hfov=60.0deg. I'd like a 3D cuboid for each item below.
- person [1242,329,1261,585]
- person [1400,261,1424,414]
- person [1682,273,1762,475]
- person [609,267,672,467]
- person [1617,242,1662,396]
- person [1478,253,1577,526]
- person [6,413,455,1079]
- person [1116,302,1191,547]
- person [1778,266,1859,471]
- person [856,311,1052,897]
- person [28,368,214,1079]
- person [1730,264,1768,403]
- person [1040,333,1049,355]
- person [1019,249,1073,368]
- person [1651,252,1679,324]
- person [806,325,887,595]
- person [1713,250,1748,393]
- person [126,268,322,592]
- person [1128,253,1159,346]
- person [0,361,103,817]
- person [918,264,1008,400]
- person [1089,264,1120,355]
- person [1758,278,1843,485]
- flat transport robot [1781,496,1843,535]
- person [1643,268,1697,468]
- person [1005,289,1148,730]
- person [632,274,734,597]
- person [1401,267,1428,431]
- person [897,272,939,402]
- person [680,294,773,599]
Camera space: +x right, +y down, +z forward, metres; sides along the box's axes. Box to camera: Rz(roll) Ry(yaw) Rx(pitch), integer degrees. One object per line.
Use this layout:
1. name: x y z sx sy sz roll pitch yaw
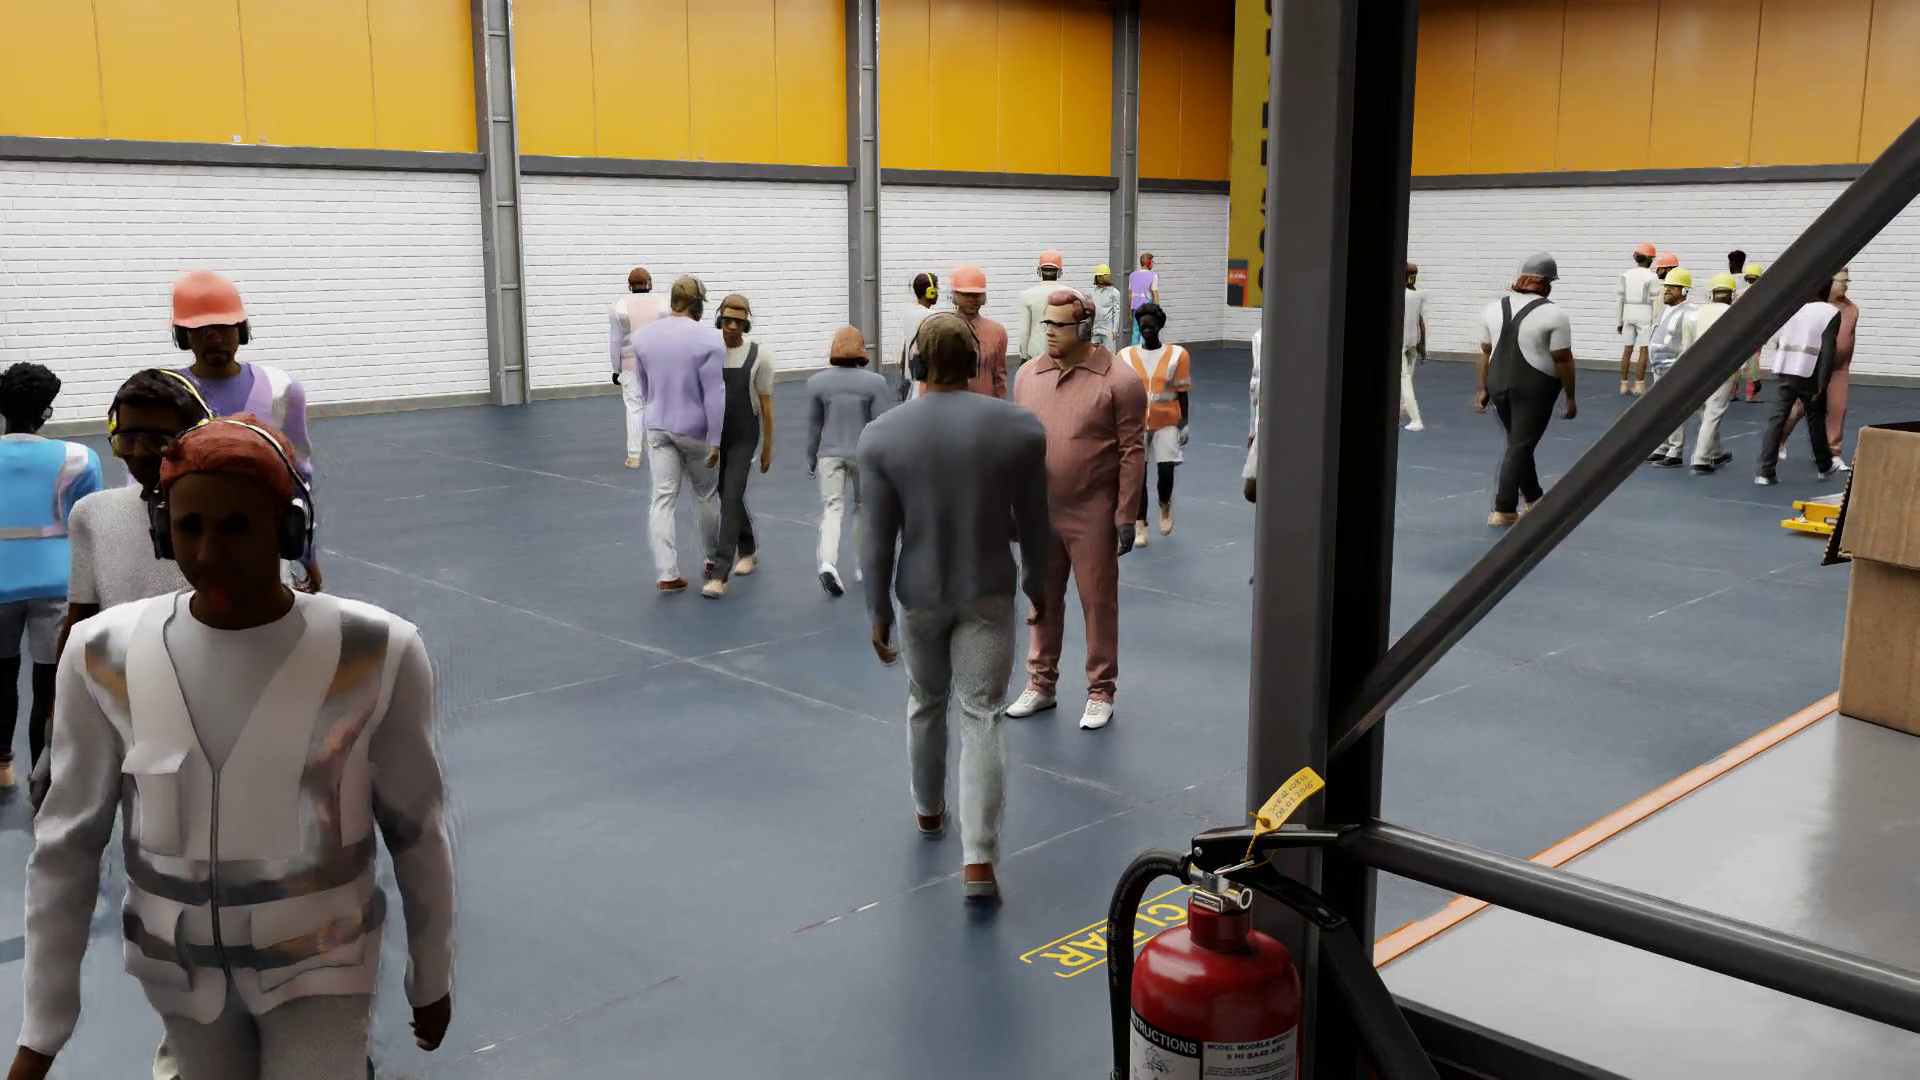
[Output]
1. person: 1.983 -0.670 10.113 0.508 1.923 0.569 -8 13 -37
2. person: 5.234 -2.372 19.655 0.639 1.837 0.429 -6 12 -30
3. person: 6.877 -1.492 14.957 0.895 1.785 0.618 -7 12 -32
4. person: -2.914 -1.584 15.343 0.619 1.838 0.430 -3 11 -16
5. person: 9.069 -2.943 22.188 0.388 2.041 0.615 -8 13 -36
6. person: 4.307 -1.140 12.361 0.957 2.000 0.709 -6 12 -31
7. person: -1.139 0.745 2.591 0.588 1.846 0.884 0 10 -1
8. person: 1.307 -0.791 11.429 0.544 1.680 0.404 3 11 13
9. person: 7.928 -1.604 15.375 0.646 1.875 0.889 -1 10 -5
10. person: -0.016 0.196 5.519 0.645 1.895 1.028 0 10 1
11. person: -1.961 0.482 4.129 0.525 1.824 0.945 1 10 7
12. person: 10.083 -2.633 21.244 0.304 1.771 0.532 -7 12 -32
13. person: 0.911 -1.400 15.022 0.868 1.577 0.535 7 12 32
14. person: 0.864 -1.771 15.922 0.611 1.996 0.378 0 10 1
15. person: 8.437 -2.470 19.938 0.382 1.929 0.538 3 11 16
16. person: -0.695 -0.488 10.016 0.506 1.598 0.795 1 10 5
17. person: 10.549 -2.996 22.806 0.634 1.918 0.910 -2 11 -8
18. person: -2.549 0.067 5.859 0.628 2.008 0.824 -7 12 -33
19. person: 2.950 -3.686 26.785 0.566 1.841 0.381 10 14 43
20. person: -3.470 0.171 6.229 0.538 1.670 0.628 -4 11 -22
21. person: 0.007 -0.850 11.061 0.626 1.955 1.024 -2 11 -10
22. person: 1.924 -2.856 22.529 0.487 1.744 0.297 6 12 30
23. person: 7.276 -1.402 14.301 1.034 1.857 0.597 -7 12 -33
24. flat transport robot: 6.650 -0.197 12.048 1.431 0.197 0.652 -7 13 -35
25. person: 6.546 -1.584 15.336 0.404 1.834 0.600 0 10 -1
26. person: 0.473 -0.129 7.221 0.646 1.904 0.401 6 12 31
27. person: -1.634 -0.651 10.088 0.616 1.885 0.965 3 11 14
28. person: 4.869 -2.136 18.425 0.530 1.808 1.005 -4 11 -21
29. person: -0.330 -1.381 14.307 0.989 1.819 0.533 -5 11 -24
30. person: -1.385 -0.596 10.098 0.525 1.792 1.018 3 11 13
